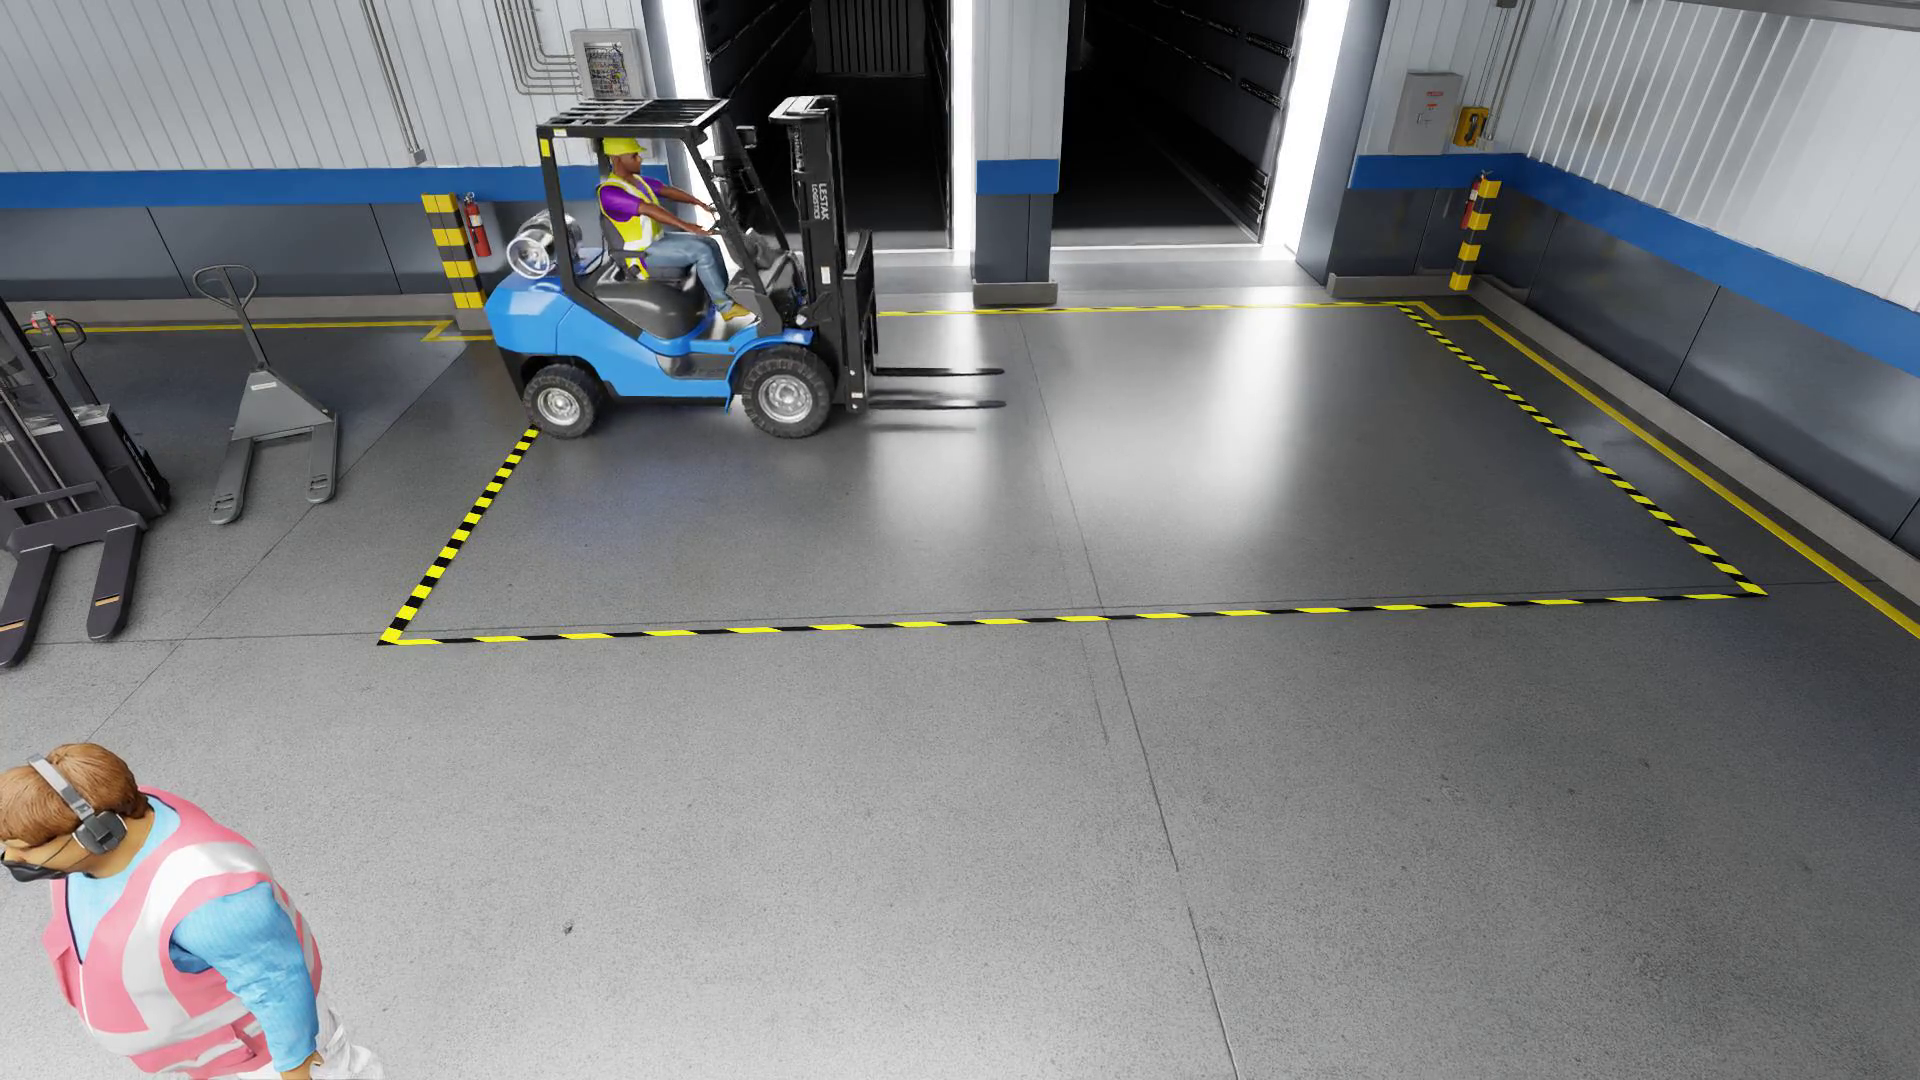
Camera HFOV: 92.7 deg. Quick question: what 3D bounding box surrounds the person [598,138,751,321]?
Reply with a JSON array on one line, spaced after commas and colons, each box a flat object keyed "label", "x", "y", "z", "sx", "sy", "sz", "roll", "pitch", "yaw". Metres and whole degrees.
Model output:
[{"label": "person", "x": -1.976, "y": -2.216, "z": 6.535, "sx": 1.004, "sy": 1.293, "sz": 0.630, "roll": 1, "pitch": 35, "yaw": 1}]

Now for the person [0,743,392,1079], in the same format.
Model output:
[{"label": "person", "x": -1.889, "y": 1.214, "z": 2.382, "sx": 0.624, "sy": 1.844, "sz": 0.429, "roll": 15, "pitch": 38, "yaw": 21}]

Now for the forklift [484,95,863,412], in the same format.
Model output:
[{"label": "forklift", "x": -2.035, "y": -2.069, "z": 6.652, "sx": 2.680, "sy": 2.036, "sz": 1.157, "roll": 1, "pitch": 35, "yaw": 1}]

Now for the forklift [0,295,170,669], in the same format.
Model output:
[{"label": "forklift", "x": -5.212, "y": -0.618, "z": 4.878, "sx": 0.823, "sy": 1.965, "sz": 1.885, "roll": -20, "pitch": 39, "yaw": -26}]

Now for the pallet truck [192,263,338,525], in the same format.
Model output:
[{"label": "pallet truck", "x": -4.778, "y": -1.027, "z": 6.128, "sx": 0.680, "sy": 1.201, "sz": 1.601, "roll": -17, "pitch": 38, "yaw": -23}]
